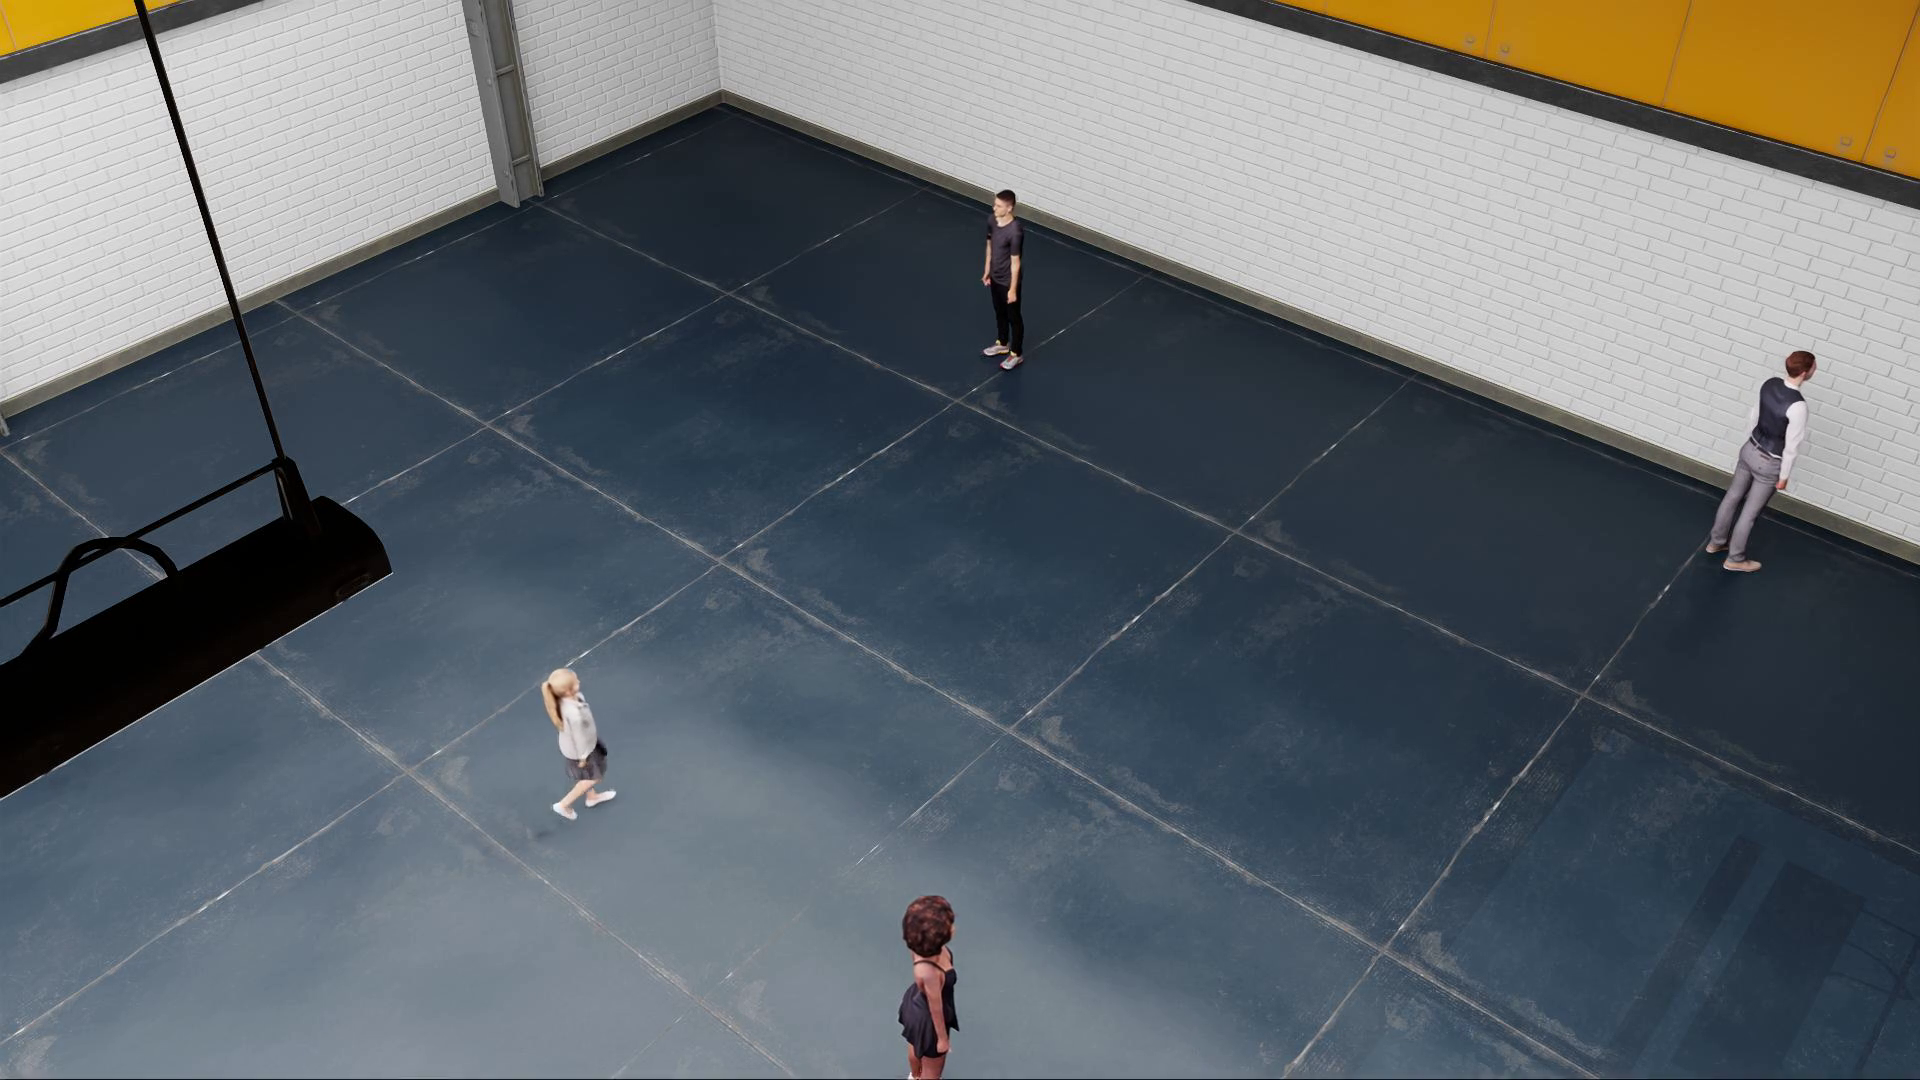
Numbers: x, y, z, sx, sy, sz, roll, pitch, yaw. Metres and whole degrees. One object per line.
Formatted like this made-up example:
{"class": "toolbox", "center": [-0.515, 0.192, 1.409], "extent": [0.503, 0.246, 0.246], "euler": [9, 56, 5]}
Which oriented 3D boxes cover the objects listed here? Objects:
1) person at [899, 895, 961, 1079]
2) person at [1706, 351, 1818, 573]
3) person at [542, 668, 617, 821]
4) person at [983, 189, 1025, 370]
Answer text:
{"class": "person", "center": [-0.167, 2.555, 8.968], "extent": [0.701, 1.789, 0.661], "euler": [-8, 39, -10]}
{"class": "person", "center": [6.208, -0.635, 12.843], "extent": [0.771, 1.938, 0.743], "euler": [-8, 39, -10]}
{"class": "person", "center": [-2.549, 1.342, 10.906], "extent": [0.743, 1.266, 0.623], "euler": [-20, 43, -23]}
{"class": "person", "center": [0.424, -2.403, 15.199], "extent": [0.632, 1.761, 0.689], "euler": [-22, 43, -25]}
